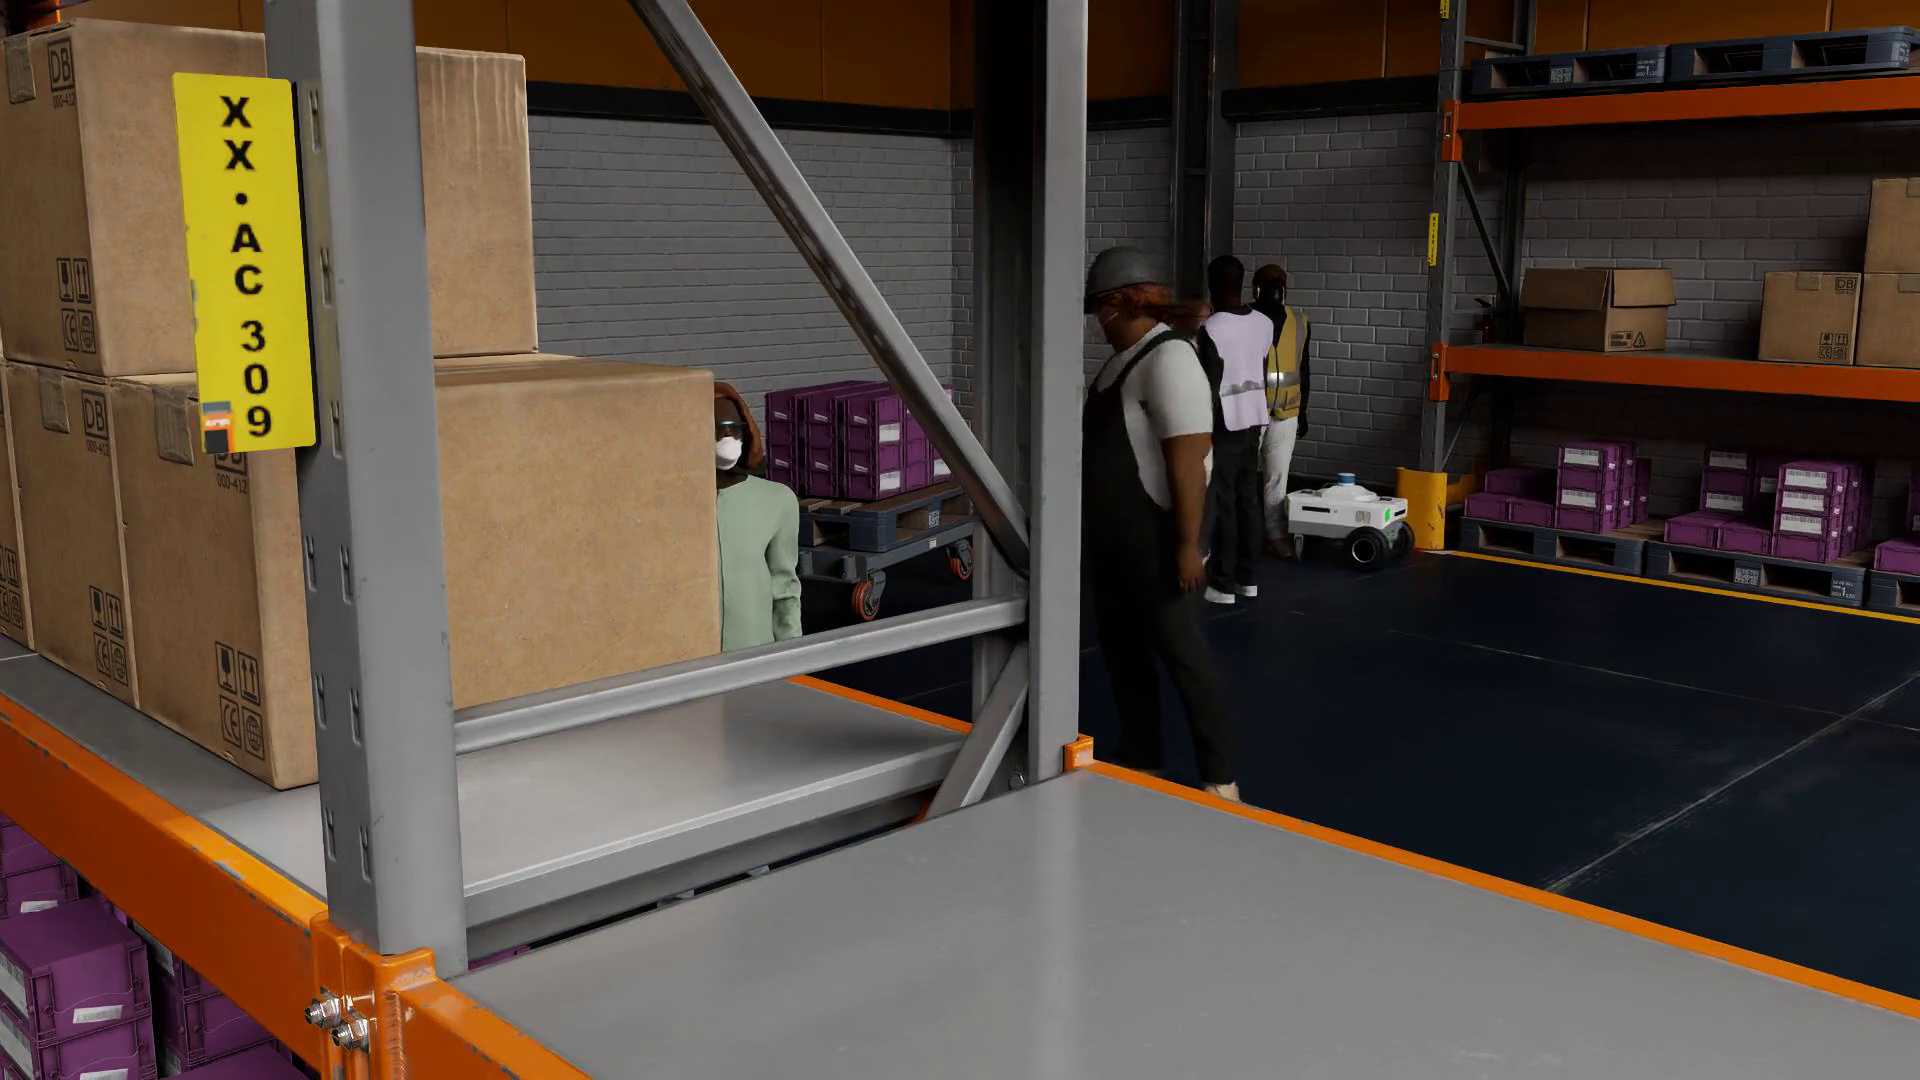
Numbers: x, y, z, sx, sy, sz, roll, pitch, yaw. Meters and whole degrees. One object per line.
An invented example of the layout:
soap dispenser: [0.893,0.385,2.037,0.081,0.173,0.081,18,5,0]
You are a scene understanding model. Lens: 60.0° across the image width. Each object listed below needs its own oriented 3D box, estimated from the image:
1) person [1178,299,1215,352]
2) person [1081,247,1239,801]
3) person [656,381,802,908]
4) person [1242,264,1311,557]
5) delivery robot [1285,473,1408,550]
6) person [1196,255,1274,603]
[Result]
person: [1.608,-0.883,11.600,0.502,1.587,0.870,-6,12,-29]
person: [0.687,-0.068,5.912,0.643,2.000,0.771,-2,11,-13]
person: [-0.667,0.379,4.582,0.502,1.636,0.280,-5,11,-24]
person: [1.916,-0.803,10.464,0.627,1.847,0.429,-2,11,-11]
delivery robot: [2.379,-0.171,10.276,0.707,0.478,0.477,7,13,35]
person: [1.492,-0.602,9.178,0.391,1.913,0.587,10,14,44]
